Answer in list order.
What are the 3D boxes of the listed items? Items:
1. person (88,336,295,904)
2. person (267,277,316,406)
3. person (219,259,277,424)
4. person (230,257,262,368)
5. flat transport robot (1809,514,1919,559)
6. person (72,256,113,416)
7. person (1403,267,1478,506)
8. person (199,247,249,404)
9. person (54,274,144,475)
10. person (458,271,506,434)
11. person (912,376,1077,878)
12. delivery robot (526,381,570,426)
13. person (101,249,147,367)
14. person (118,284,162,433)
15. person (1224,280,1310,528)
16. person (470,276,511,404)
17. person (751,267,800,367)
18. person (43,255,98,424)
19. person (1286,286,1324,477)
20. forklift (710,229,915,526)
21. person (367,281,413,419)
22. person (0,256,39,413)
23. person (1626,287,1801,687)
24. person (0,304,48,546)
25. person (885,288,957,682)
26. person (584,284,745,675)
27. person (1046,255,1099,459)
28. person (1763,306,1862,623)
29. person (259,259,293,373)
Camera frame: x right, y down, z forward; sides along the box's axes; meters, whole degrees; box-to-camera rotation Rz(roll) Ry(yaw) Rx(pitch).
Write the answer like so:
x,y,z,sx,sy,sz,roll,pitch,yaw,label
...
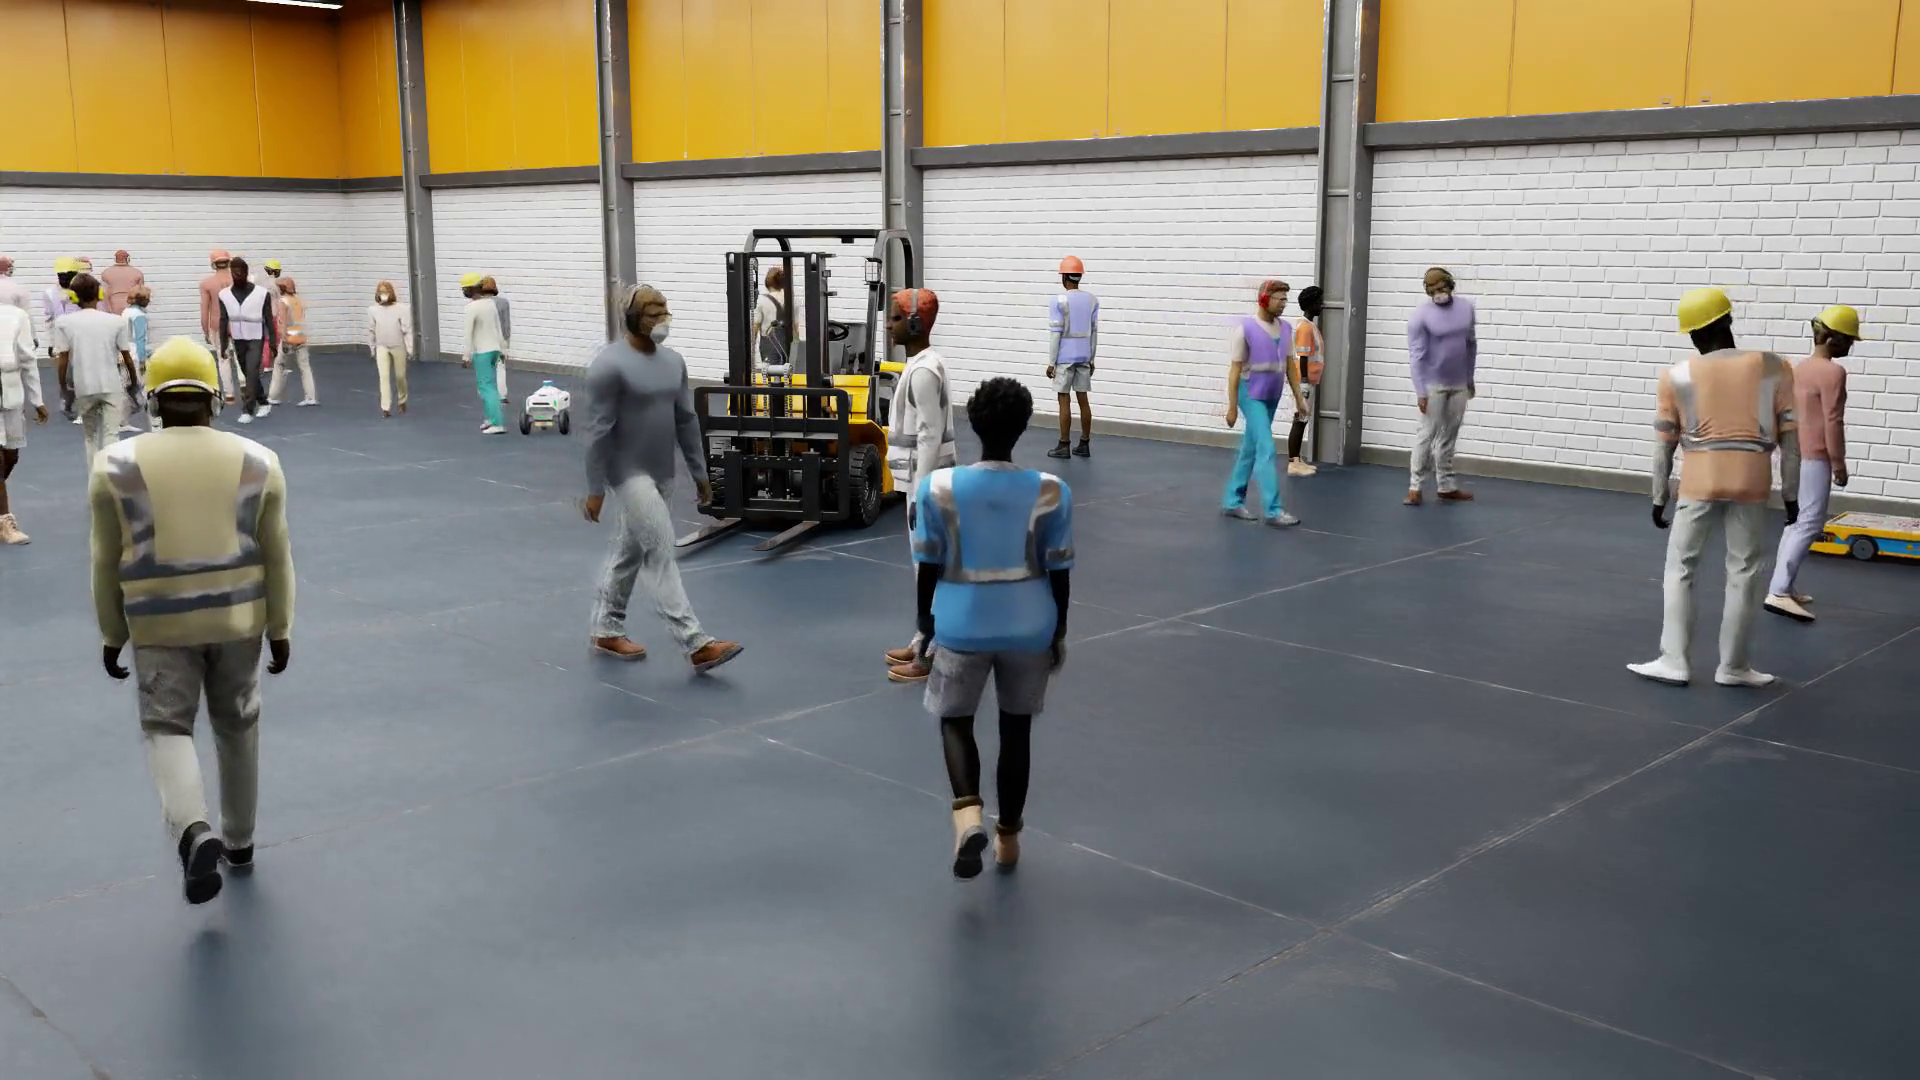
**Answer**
x,y,z,sx,sy,sz,roll,pitch,yaw,label
-2.426,0.263,5.322,0.595,1.815,0.680,-6,12,-31,person
-8.428,-2.467,20.752,0.780,1.602,0.549,2,11,11,person
-8.232,-2.309,19.246,0.604,1.864,1.016,0,10,1,person
-11.484,-3.627,26.631,0.643,1.799,0.700,-5,12,-26,person
6.376,0.007,10.938,1.431,0.197,0.652,9,14,40,flat transport robot
-10.354,-2.413,19.710,0.549,1.887,0.653,6,12,30,person
3.838,-1.207,13.166,0.753,1.896,0.369,-5,12,-26,person
-9.223,-2.688,20.960,0.642,1.979,0.483,-5,12,-28,person
-6.615,-1.125,12.832,0.541,1.831,0.837,-4,11,-20,person
-5.145,-1.998,17.836,0.574,1.739,0.543,3,11,18,person
0.116,0.309,5.429,0.540,1.677,0.521,0,10,-1,person
-4.460,-1.482,18.026,0.477,0.478,0.707,0,10,-1,delivery robot
-13.602,-3.777,27.137,0.641,1.903,0.402,-3,11,-18,person
-8.833,-1.936,17.888,0.422,1.615,0.659,-10,14,-42,person
2.296,-0.999,12.242,0.561,1.801,0.878,-10,14,-43,person
-5.930,-2.514,21.030,0.493,1.615,0.311,-2,11,-10,person
-1.950,-1.981,17.621,0.535,1.805,0.958,-8,13,-36,person
-10.097,-2.295,19.030,0.598,1.912,0.682,0,10,-2,person
3.074,-1.410,14.801,0.321,1.690,0.529,4,11,19,person
-1.050,-1.319,12.920,1.214,2.155,2.313,2,11,13,forklift
-6.723,-2.261,19.687,0.515,1.599,0.824,-2,11,-9,person
-11.393,-2.438,19.891,0.652,1.882,0.472,0,10,2,person
3.574,-0.227,7.823,0.692,1.885,0.378,4,11,21,person
-6.829,-0.994,11.677,0.971,2.015,0.611,8,13,37,person
-0.192,-0.260,7.992,0.360,1.883,0.574,0,10,-1,person
-1.462,-0.291,8.140,1.001,1.885,0.658,5,12,27,person
1.061,-1.748,15.956,0.552,1.937,0.356,-6,12,-31,person
4.755,-0.431,9.331,0.523,1.736,0.740,1,10,5,person
-10.657,-3.477,25.885,0.522,1.759,0.350,5,12,26,person
